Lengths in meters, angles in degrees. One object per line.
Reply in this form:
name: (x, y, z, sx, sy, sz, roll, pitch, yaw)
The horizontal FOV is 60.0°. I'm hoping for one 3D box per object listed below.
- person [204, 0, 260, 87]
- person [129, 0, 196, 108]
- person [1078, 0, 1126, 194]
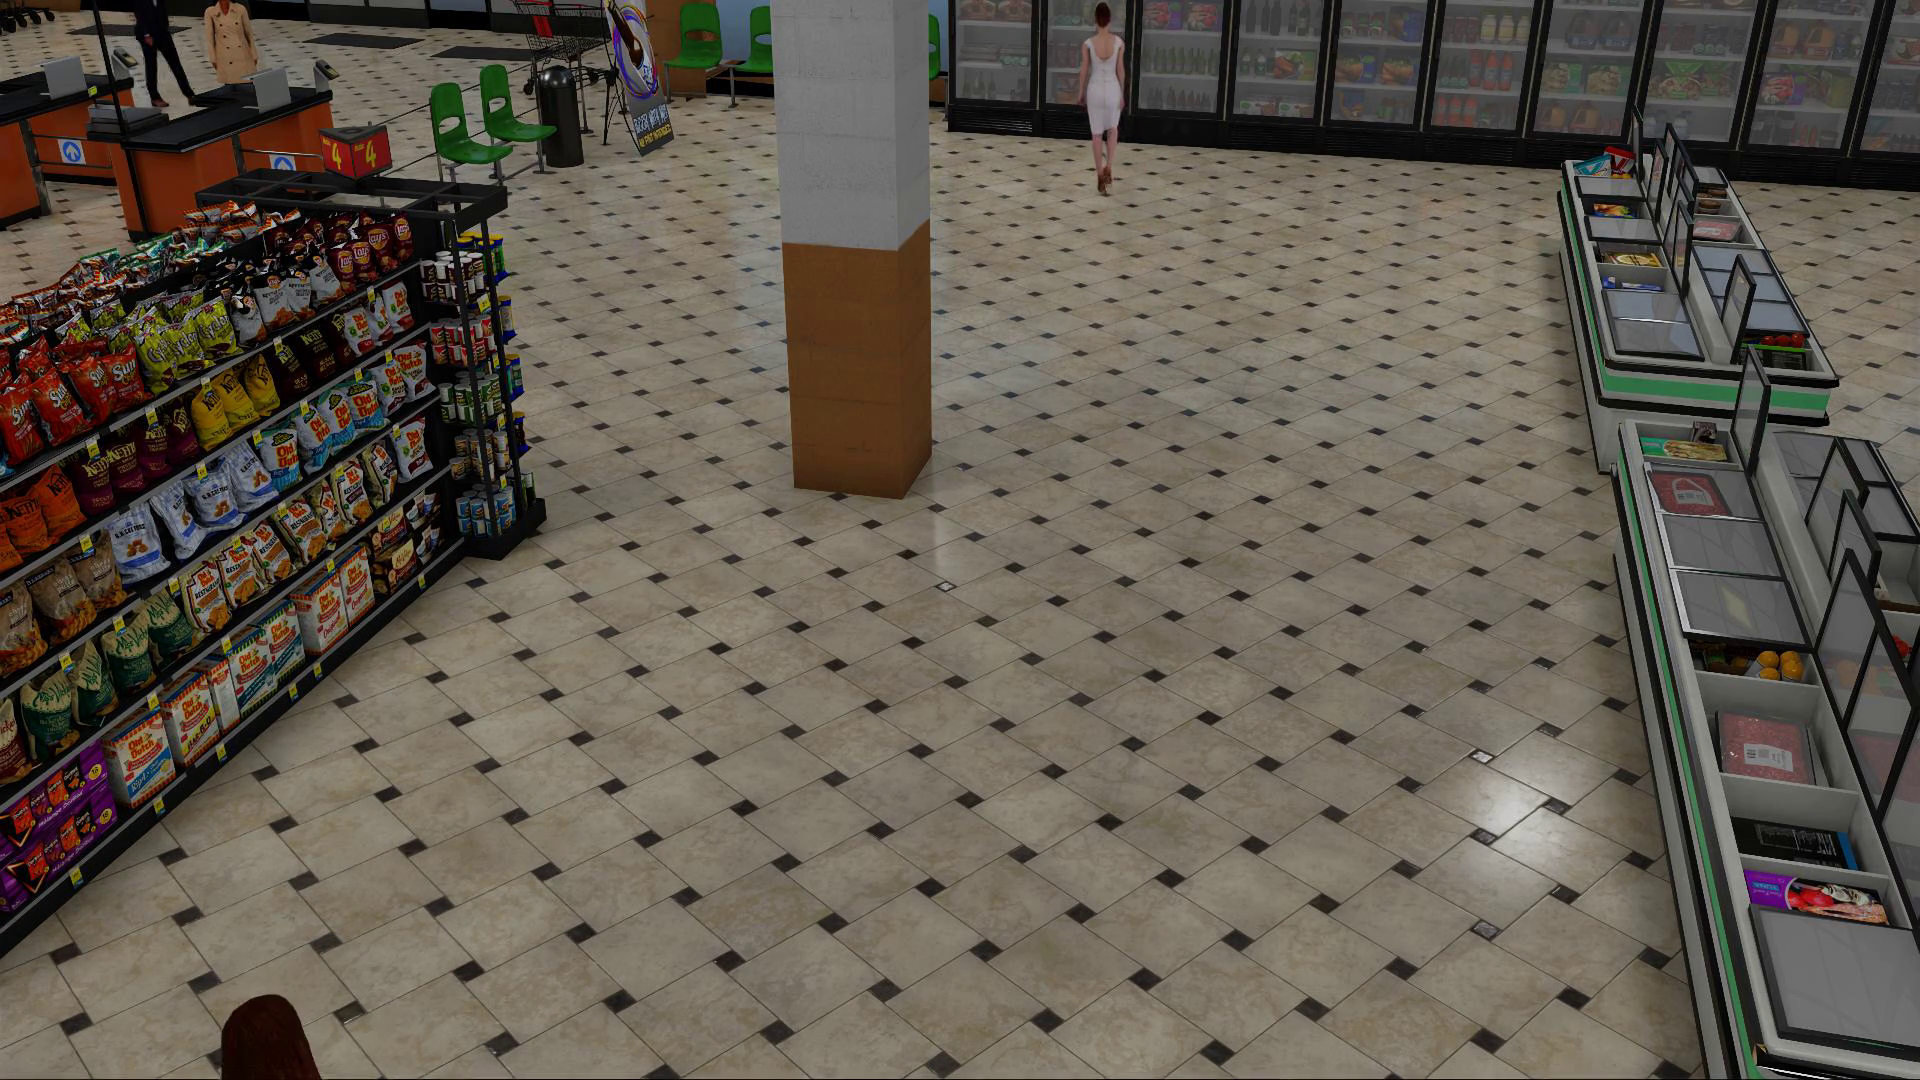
person: (-7.859, -5.217, 18.025, 0.722, 1.681, 0.743, -10, 29, -20)
person: (-9.396, -5.845, 19.251, 0.890, 1.692, 1.066, 15, 31, 27)
person: (1.362, -4.193, 15.891, 0.655, 1.785, 0.639, 2, 27, 4)
